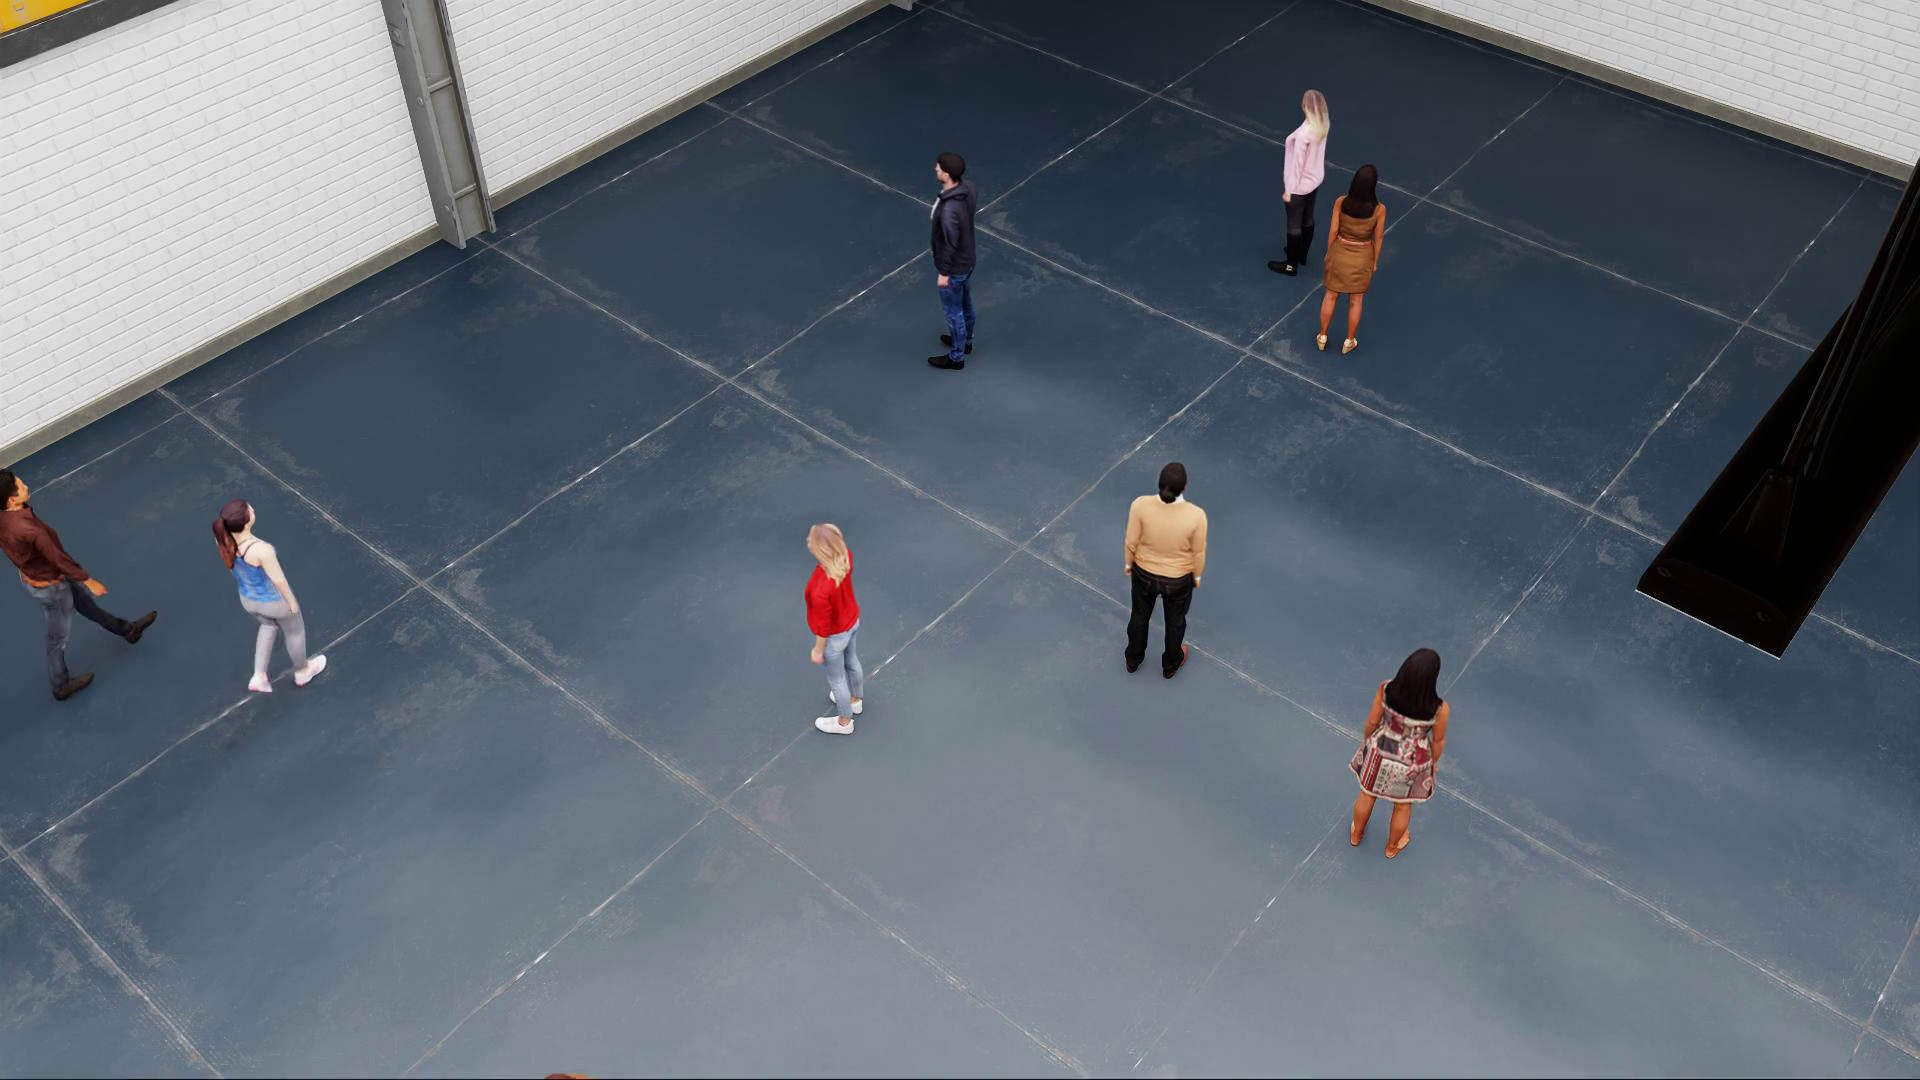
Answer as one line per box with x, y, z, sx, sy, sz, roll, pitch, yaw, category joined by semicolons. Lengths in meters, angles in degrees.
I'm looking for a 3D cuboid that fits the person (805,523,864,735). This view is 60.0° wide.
-0.760;0.546;10.192;0.735;1.704;0.562;15;46;15;person

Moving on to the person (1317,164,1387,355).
3.072;-2.202;13.086;0.632;1.690;0.619;12;45;13;person

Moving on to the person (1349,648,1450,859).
2.507;1.218;9.530;0.698;1.645;0.612;19;47;19;person

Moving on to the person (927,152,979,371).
-0.029;-2.165;12.900;0.805;1.895;0.648;13;45;13;person

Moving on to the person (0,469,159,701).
-5.768;0.327;10.394;0.686;1.743;1.038;32;52;29;person

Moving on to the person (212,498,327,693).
-4.390;0.402;10.421;0.725;1.596;0.869;14;45;14;person

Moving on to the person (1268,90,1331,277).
2.887;-2.990;13.916;0.649;1.687;0.468;31;52;28;person

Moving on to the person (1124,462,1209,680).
1.283;0.194;10.525;0.748;1.754;0.733;10;45;11;person
